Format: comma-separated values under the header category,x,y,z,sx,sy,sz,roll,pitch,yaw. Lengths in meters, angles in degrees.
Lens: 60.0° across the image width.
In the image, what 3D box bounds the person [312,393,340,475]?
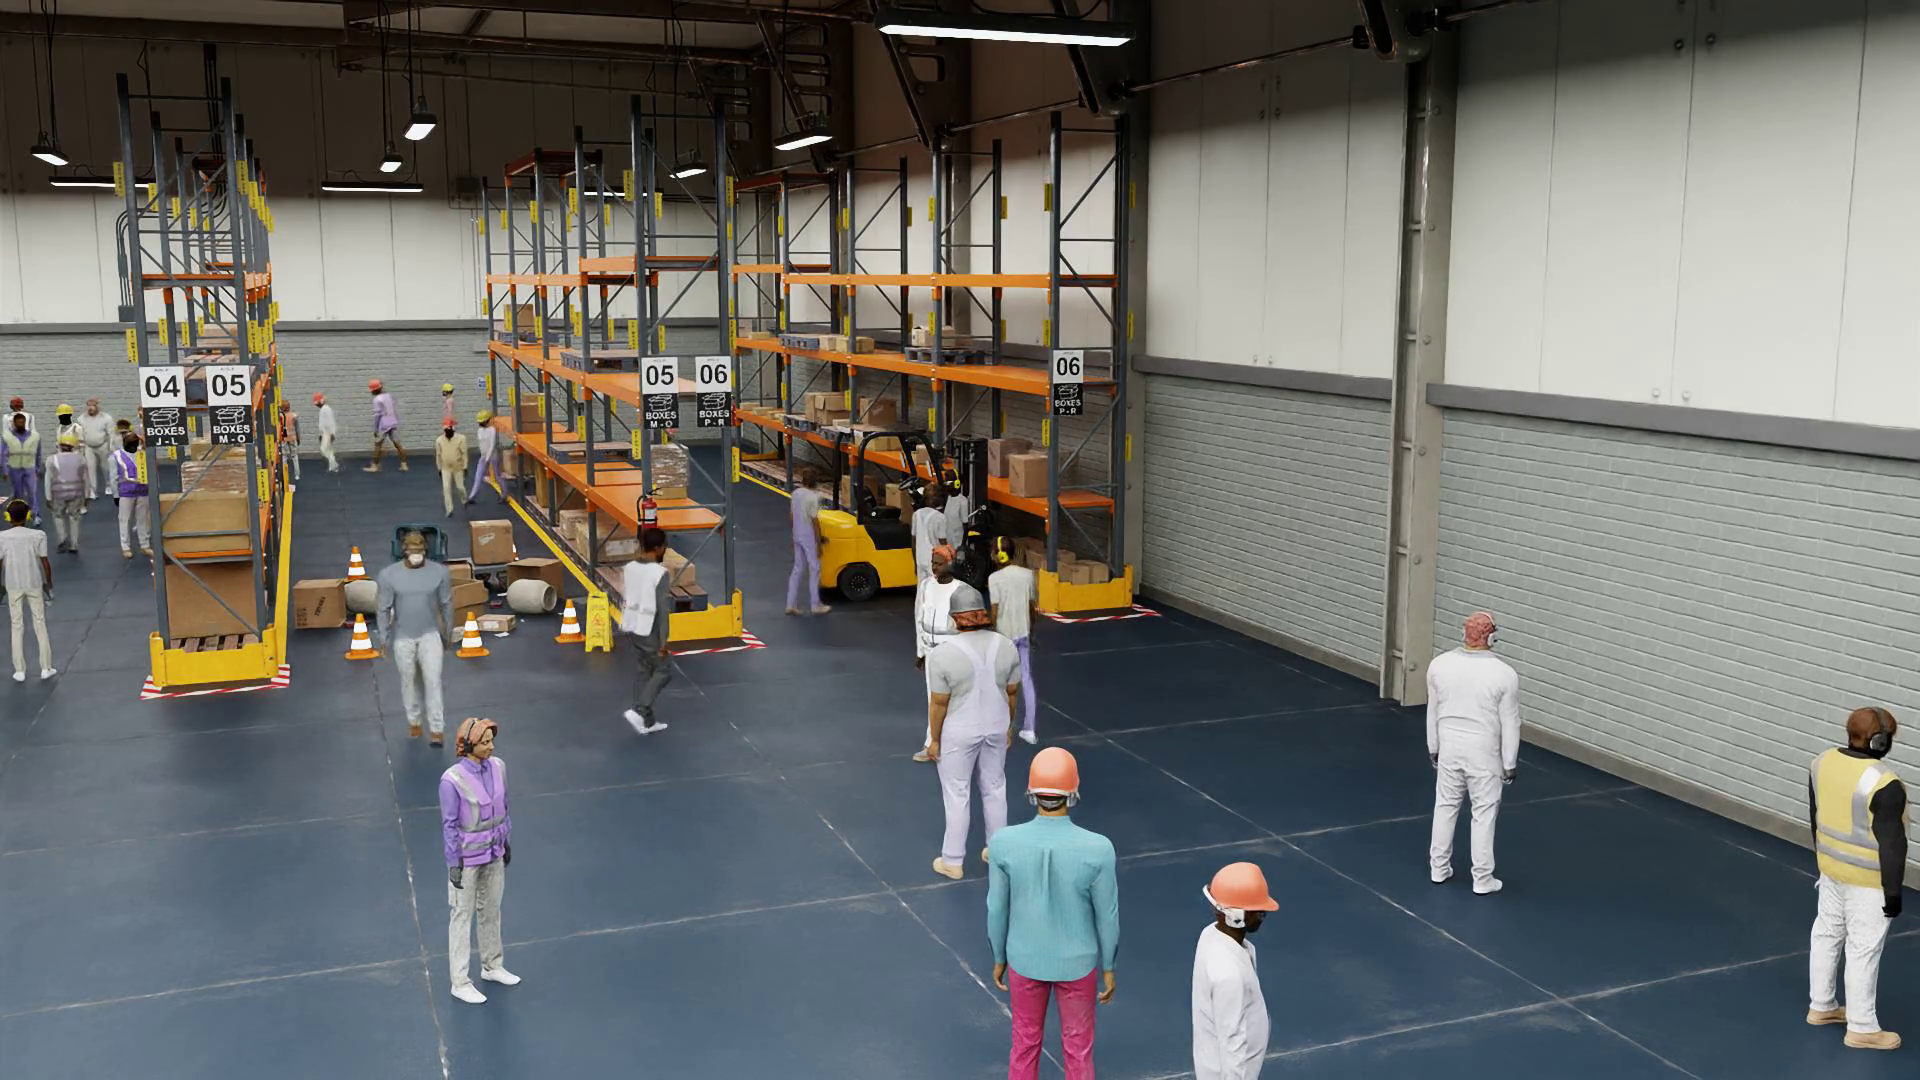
category,x,y,z,sx,sy,sz,roll,pitch,yaw
person,-13.175,-2.200,34.506,0.445,1.711,0.591,-6,11,-33

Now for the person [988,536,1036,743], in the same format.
category,x,y,z,sx,sy,sz,roll,pitch,yaw
person,0.417,0.864,14.864,0.620,1.825,0.811,-5,11,-31

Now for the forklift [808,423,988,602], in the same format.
category,x,y,z,sx,sy,sz,roll,pitch,yaw
forklift,-0.830,-0.399,21.676,2.313,2.155,1.214,-4,10,-21

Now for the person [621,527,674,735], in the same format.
category,x,y,z,sx,sy,sz,roll,pitch,yaw
person,-2.815,0.833,14.855,0.623,1.899,0.496,7,12,38

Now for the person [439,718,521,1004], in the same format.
category,x,y,z,sx,sy,sz,roll,pitch,yaw
person,-2.762,1.814,9.528,0.311,1.632,0.516,4,10,25

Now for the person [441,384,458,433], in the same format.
category,x,y,z,sx,sy,sz,roll,pitch,yaw
person,-11.232,-2.560,36.621,0.331,1.767,0.527,-1,9,-7

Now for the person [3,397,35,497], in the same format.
category,x,y,z,sx,sy,sz,roll,pitch,yaw
person,-17.575,-1.734,31.103,0.348,1.878,0.579,6,11,35

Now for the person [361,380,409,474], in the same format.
category,x,y,z,sx,sy,sz,roll,pitch,yaw
person,-12.040,-2.367,34.755,0.886,1.966,0.668,2,9,12

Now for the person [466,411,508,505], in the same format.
category,x,y,z,sx,sy,sz,roll,pitch,yaw
person,-8.527,-1.465,29.913,0.523,1.710,0.873,6,11,34

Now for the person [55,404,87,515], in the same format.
category,x,y,z,sx,sy,sz,roll,pitch,yaw
person,-15.370,-1.384,28.713,0.594,1.926,0.367,4,10,21

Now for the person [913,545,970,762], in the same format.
category,x,y,z,sx,sy,sz,roll,pitch,yaw
person,-0.136,0.970,14.035,0.573,1.883,0.353,7,11,36

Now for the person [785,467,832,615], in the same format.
category,x,y,z,sx,sy,sz,roll,pitch,yaw
person,-1.875,0.034,20.236,0.511,1.839,0.533,-9,12,-43

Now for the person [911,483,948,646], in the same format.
category,x,y,z,sx,sy,sz,roll,pitch,yaw
person,-0.320,0.286,18.459,0.506,1.846,0.351,8,12,42

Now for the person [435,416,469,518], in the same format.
category,x,y,z,sx,sy,sz,roll,pitch,yaw
person,-8.720,-1.270,28.593,0.573,1.733,0.583,0,9,-3

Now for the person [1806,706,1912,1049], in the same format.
category,x,y,z,sx,sy,sz,roll,pitch,yaw
person,4.851,1.797,8.965,0.429,1.844,0.627,-2,9,-11

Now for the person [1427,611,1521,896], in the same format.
category,x,y,z,sx,sy,sz,roll,pitch,yaw
person,3.446,1.419,11.162,0.652,1.901,0.396,8,12,42

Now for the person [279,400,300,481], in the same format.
category,x,y,z,sx,sy,sz,roll,pitch,yaw
person,-13.545,-1.996,33.471,0.523,1.638,0.310,-6,11,-35

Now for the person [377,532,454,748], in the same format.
category,x,y,z,sx,sy,sz,roll,pitch,yaw
person,-4.749,0.883,14.544,0.644,1.893,0.982,-3,9,-18

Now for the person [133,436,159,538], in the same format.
category,x,y,z,sx,sy,sz,roll,pitch,yaw
person,-12.941,-0.852,26.321,0.509,1.618,0.605,-3,9,-17

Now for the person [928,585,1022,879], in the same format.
category,x,y,z,sx,sy,sz,roll,pitch,yaw
person,0.049,1.298,11.474,0.679,2.000,0.537,-5,10,-27

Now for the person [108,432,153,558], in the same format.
category,x,y,z,sx,sy,sz,roll,pitch,yaw
person,-12.171,-0.670,24.506,0.429,1.839,0.623,7,11,37

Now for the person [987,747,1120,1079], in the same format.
category,x,y,z,sx,sy,sz,roll,pitch,yaw
person,0.430,1.927,7.654,0.612,1.997,0.375,2,9,12

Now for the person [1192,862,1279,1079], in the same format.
category,x,y,z,sx,sy,sz,roll,pitch,yaw
person,1.127,2.173,6.871,0.336,1.748,0.573,0,9,2

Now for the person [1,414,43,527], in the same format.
category,x,y,z,sx,sy,sz,roll,pitch,yaw
person,-15.499,-1.160,27.510,0.607,1.866,0.987,-6,11,-33

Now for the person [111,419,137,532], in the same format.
category,x,y,z,sx,sy,sz,roll,pitch,yaw
person,-13.455,-1.046,26.878,0.508,1.829,0.741,1,9,6

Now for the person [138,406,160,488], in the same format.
category,x,y,z,sx,sy,sz,roll,pitch,yaw
person,-15.751,-1.797,32.239,0.499,1.632,0.285,6,11,33

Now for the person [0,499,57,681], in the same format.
category,x,y,z,sx,sy,sz,roll,pitch,yaw
person,-9.561,0.509,16.994,0.538,1.866,0.313,-5,10,-27

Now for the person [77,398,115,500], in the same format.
category,x,y,z,sx,sy,sz,roll,pitch,yaw
person,-16.097,-1.724,31.041,0.651,1.870,0.936,-2,9,-15

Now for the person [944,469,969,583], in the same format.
category,x,y,z,sx,sy,sz,roll,pitch,yaw
person,-0.076,0.090,19.619,0.328,1.872,0.510,-4,10,-26

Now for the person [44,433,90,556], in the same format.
category,x,y,z,sx,sy,sz,roll,pitch,yaw
person,-13.191,-0.671,24.581,0.613,1.814,0.474,-7,11,-37
